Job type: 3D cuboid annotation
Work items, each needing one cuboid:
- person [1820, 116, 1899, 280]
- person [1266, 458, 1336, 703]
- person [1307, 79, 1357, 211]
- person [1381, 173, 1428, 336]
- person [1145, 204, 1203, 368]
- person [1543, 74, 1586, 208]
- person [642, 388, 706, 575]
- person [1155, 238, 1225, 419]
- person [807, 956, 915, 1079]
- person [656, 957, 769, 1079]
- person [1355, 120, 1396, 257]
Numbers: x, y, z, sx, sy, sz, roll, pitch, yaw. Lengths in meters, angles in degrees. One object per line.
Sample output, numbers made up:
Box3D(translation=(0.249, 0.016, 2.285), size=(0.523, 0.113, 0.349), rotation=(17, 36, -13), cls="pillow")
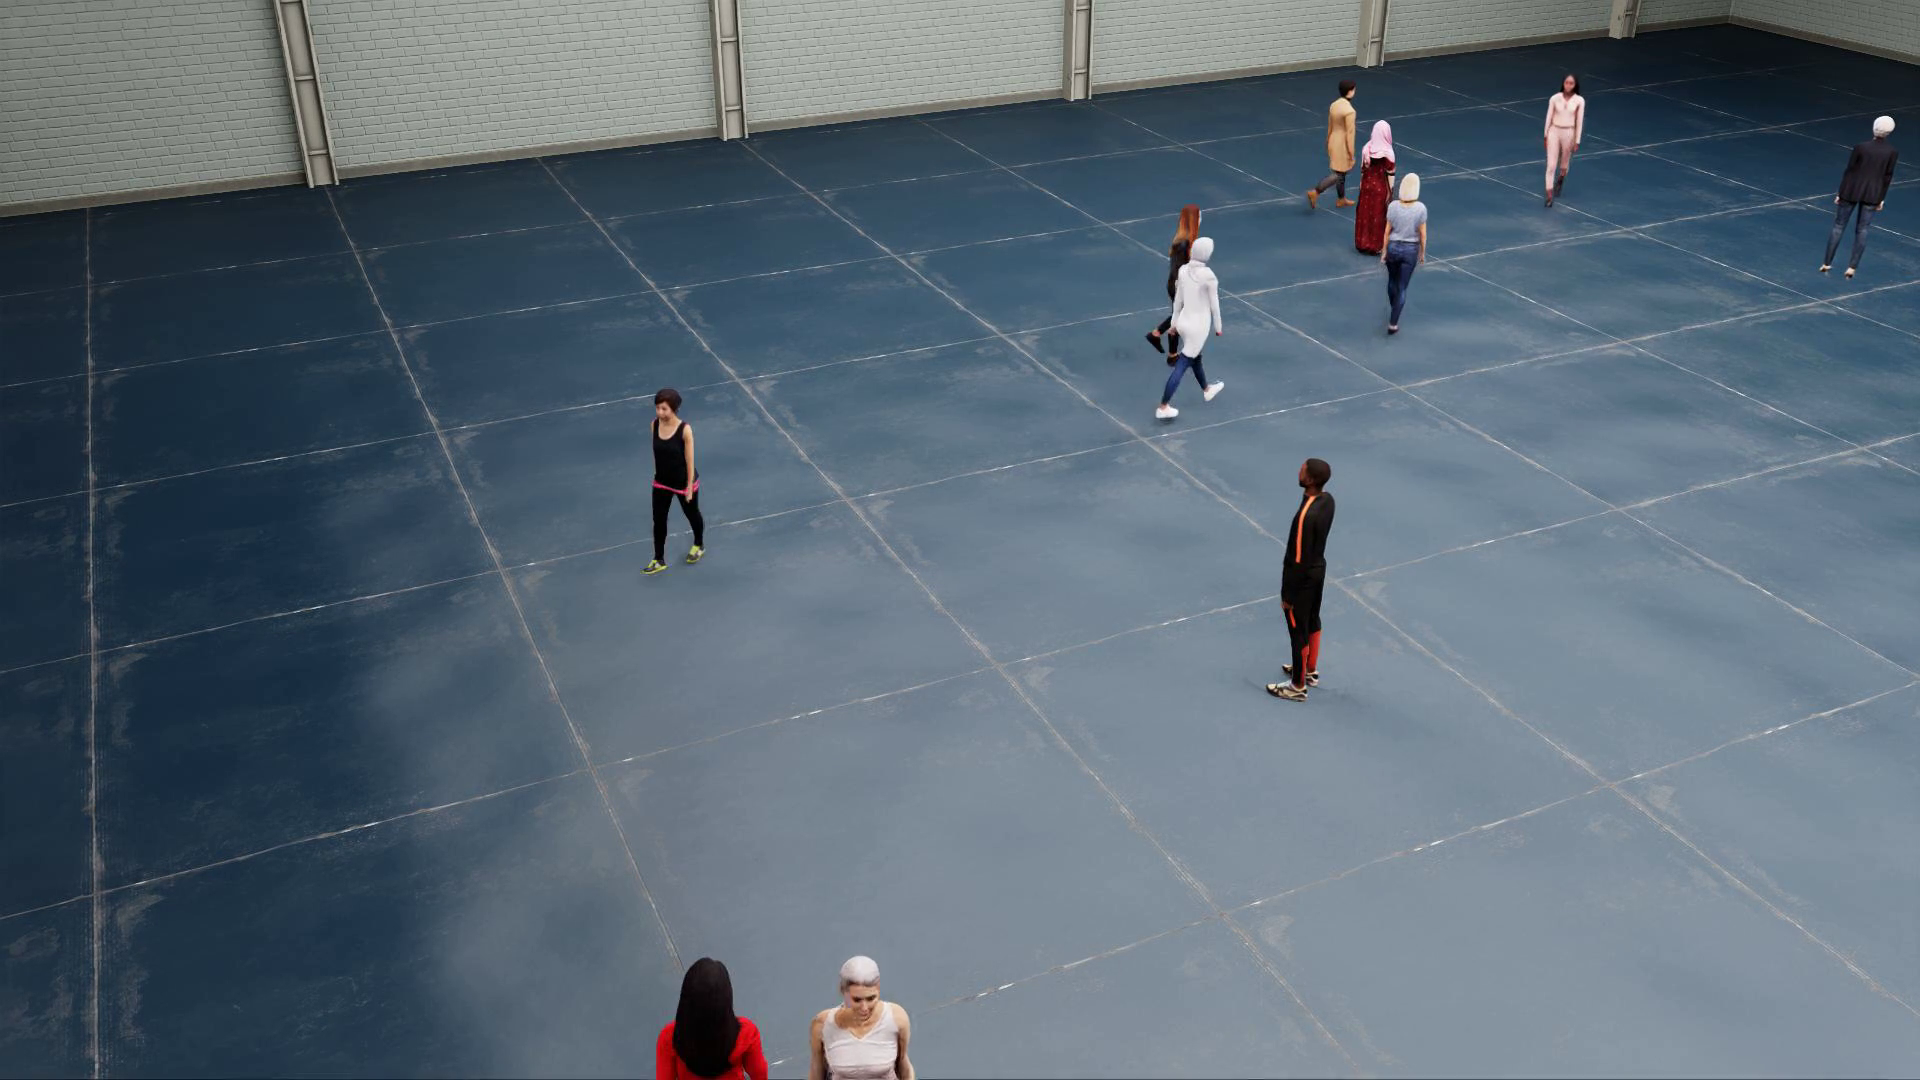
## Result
Box3D(translation=(9.578, -3.680, 17.767), size=(0.822, 1.782, 0.786), rotation=(11, 30, 19), cls="person")
Box3D(translation=(2.391, 0.262, 11.493), size=(0.771, 1.807, 0.654), rotation=(17, 33, 29), cls="person")
Box3D(translation=(4.918, -5.138, 21.742), size=(1.046, 1.705, 0.716), rotation=(-10, 29, -17), cls="person")
Box3D(translation=(4.720, -3.024, 17.799), size=(1.026, 1.680, 1.147), rotation=(13, 31, 22), cls="person")
Box3D(translation=(2.150, -2.594, 16.971), size=(0.913, 1.699, 0.851), rotation=(9, 29, 17), cls="person")
Box3D(translation=(7.997, -5.323, 22.096), size=(1.061, 1.699, 1.152), rotation=(11, 30, 20), cls="person")
Box3D(translation=(-2.212, -0.515, 13.247), size=(0.871, 1.530, 0.961), rotation=(12, 30, 21), cls="person")
Box3D(translation=(2.135, -1.947, 15.728), size=(1.189, 1.726, 0.732), rotation=(-19, 33, -31), cls="person")
Box3D(translation=(-0.409, 2.495, 7.412), size=(0.816, 1.703, 0.843), rotation=(0, 28, 1), cls="person")
Box3D(translation=(-1.058, 2.588, 7.202), size=(0.702, 1.736, 0.794), rotation=(-2, 28, -5), cls="person")
Box3D(translation=(5.058, -4.283, 20.208), size=(0.688, 1.638, 0.723), rotation=(-21, 35, -34), cls="person")
